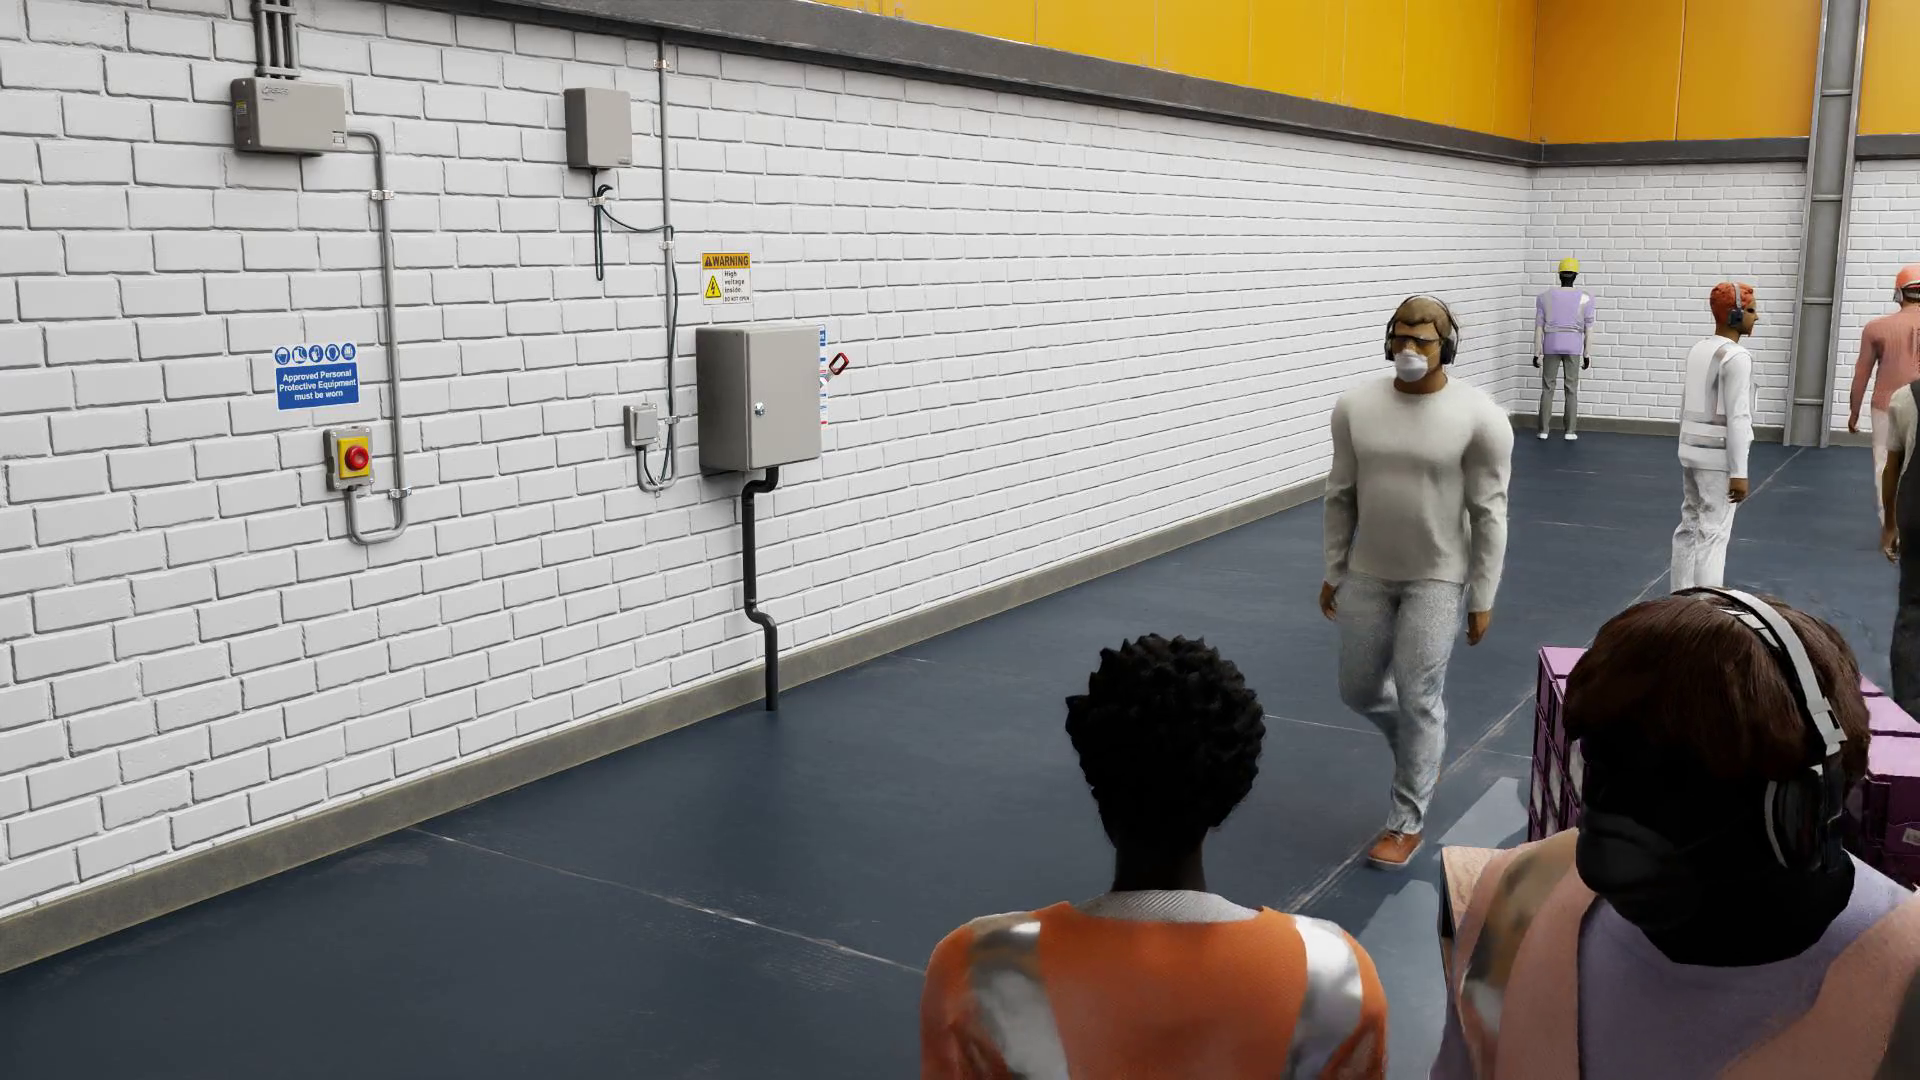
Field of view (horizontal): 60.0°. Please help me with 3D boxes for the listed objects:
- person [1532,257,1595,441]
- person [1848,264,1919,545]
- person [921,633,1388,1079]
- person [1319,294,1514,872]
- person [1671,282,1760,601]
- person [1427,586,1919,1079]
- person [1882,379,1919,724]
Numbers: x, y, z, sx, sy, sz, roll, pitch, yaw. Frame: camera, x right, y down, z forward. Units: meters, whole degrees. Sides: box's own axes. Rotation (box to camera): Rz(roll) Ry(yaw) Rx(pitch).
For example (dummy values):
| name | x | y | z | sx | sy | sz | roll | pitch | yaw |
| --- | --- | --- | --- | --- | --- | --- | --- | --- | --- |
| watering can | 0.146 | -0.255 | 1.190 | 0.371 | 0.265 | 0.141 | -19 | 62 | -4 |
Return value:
| name | x | y | z | sx | sy | sz | roll | pitch | yaw |
| --- | --- | --- | --- | --- | --- | --- | --- | --- | --- |
| person | 6.339 | -2.002 | 17.505 | 0.585 | 1.919 | 0.388 | 3 | 11 | 16 |
| person | 6.467 | -0.912 | 11.411 | 0.626 | 1.952 | 1.004 | 4 | 11 | 19 |
| person | 0.210 | 0.946 | 1.857 | 0.551 | 1.666 | 0.431 | -1 | 10 | -6 |
| person | 1.556 | 0.129 | 5.670 | 0.641 | 1.926 | 0.614 | 8 | 13 | 38 |
| person | 3.949 | -0.394 | 8.690 | 0.362 | 1.882 | 0.576 | 0 | 10 | 0 |
| person | 0.562 | 0.942 | 1.479 | 0.828 | 1.810 | 0.651 | -5 | 12 | -28 |
| person | 4.089 | -0.037 | 6.854 | 0.534 | 1.828 | 0.556 | -7 | 12 | -34 |
